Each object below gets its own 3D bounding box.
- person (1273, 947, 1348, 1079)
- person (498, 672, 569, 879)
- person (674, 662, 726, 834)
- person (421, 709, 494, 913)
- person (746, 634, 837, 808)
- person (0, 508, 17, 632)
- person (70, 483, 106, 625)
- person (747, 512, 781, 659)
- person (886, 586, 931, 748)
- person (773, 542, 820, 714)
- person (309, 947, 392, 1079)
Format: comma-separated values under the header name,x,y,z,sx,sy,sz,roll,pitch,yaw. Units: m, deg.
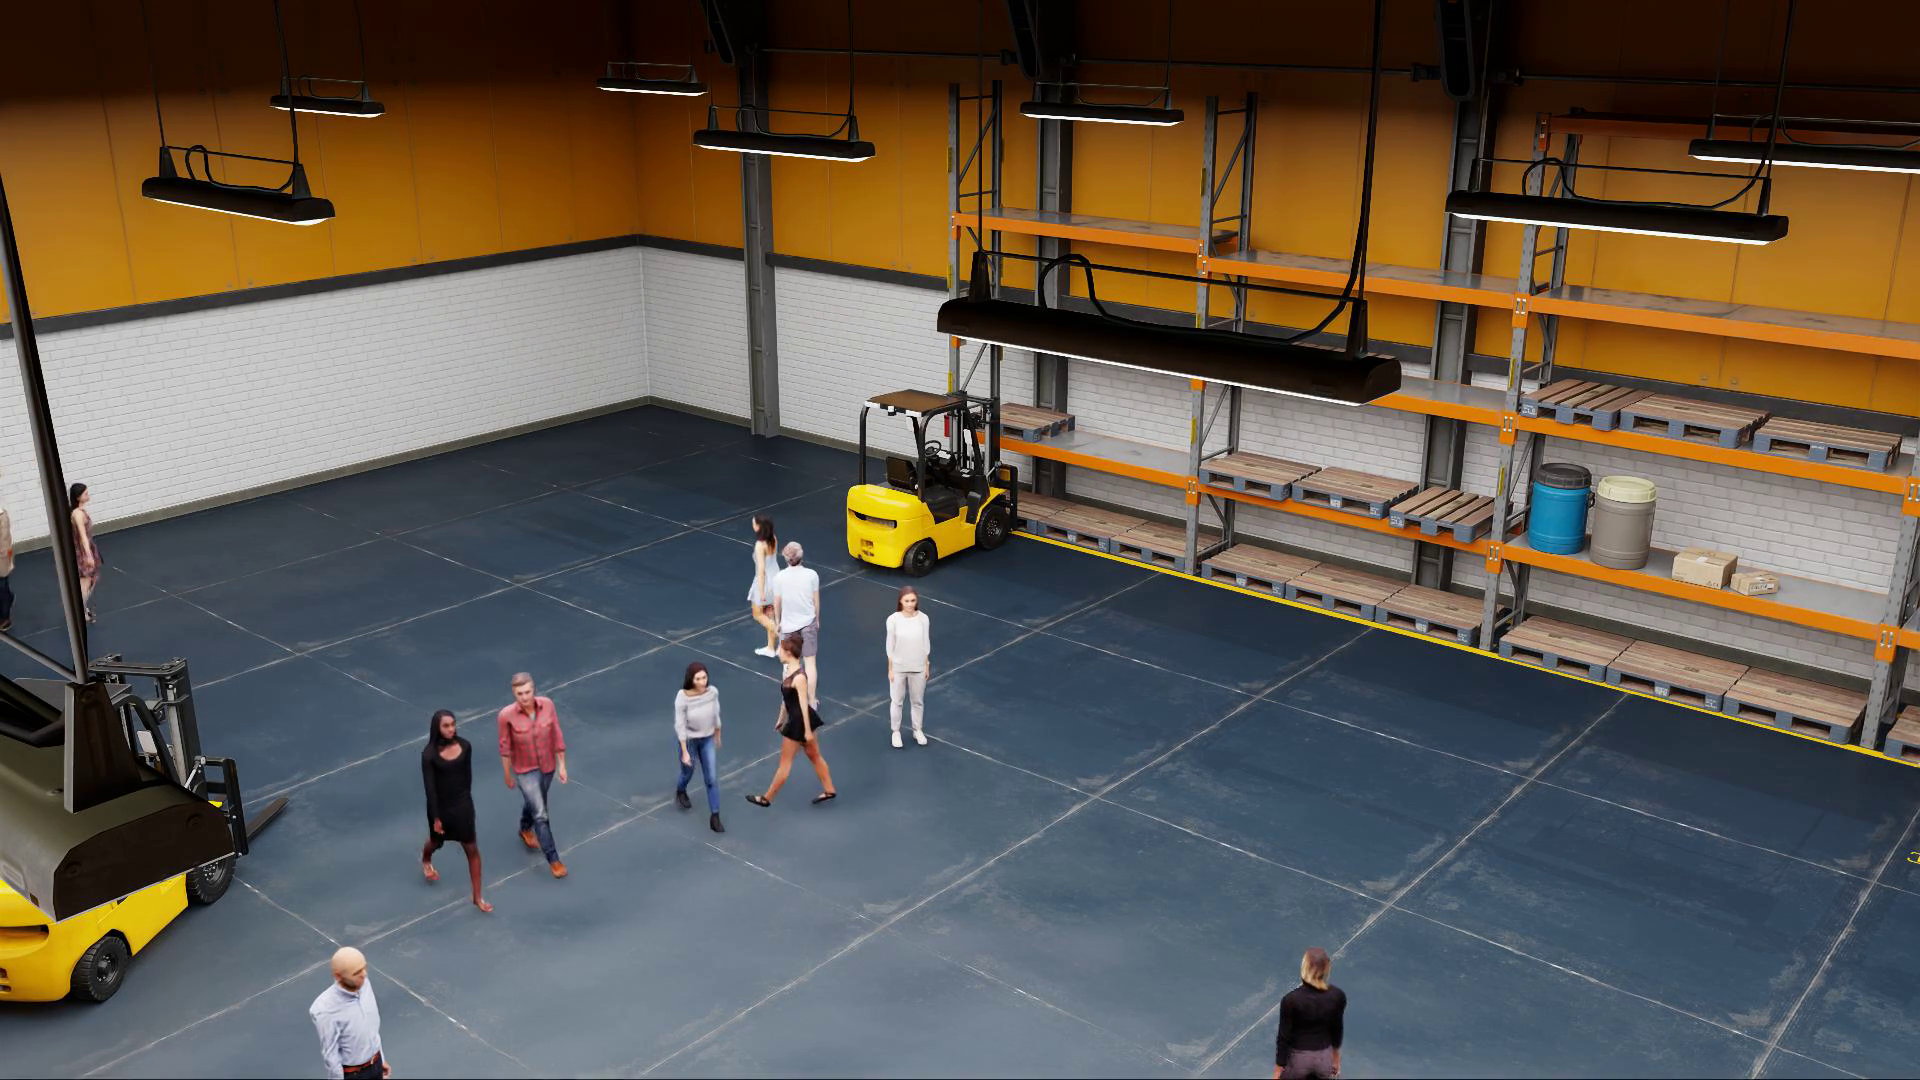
name,x,y,z,sx,sy,sz,roll,pitch,yaw
person,2.203,3.339,10.354,0.871,1.651,0.987,-6,20,-17
person,-3.695,1.943,14.304,0.820,1.776,1.266,-15,24,-37
person,-2.410,1.819,14.947,0.858,1.601,1.137,-12,22,-31
person,-4.253,2.198,13.697,0.719,1.679,1.218,-16,24,-39
person,-1.386,1.680,15.295,1.042,1.641,1.089,-6,20,-18
person,-11.293,0.140,19.498,0.959,1.877,1.000,3,19,9
person,-10.356,0.189,19.560,0.847,1.746,0.761,-11,22,-30
person,-2.078,0.524,18.605,0.830,1.719,0.699,8,20,22
person,-0.522,1.242,16.526,0.680,1.686,0.715,-4,19,-12
person,-1.686,0.909,17.298,0.715,1.825,0.770,-2,19,-7
person,-3.718,3.299,10.255,0.708,1.790,0.722,5,19,16
